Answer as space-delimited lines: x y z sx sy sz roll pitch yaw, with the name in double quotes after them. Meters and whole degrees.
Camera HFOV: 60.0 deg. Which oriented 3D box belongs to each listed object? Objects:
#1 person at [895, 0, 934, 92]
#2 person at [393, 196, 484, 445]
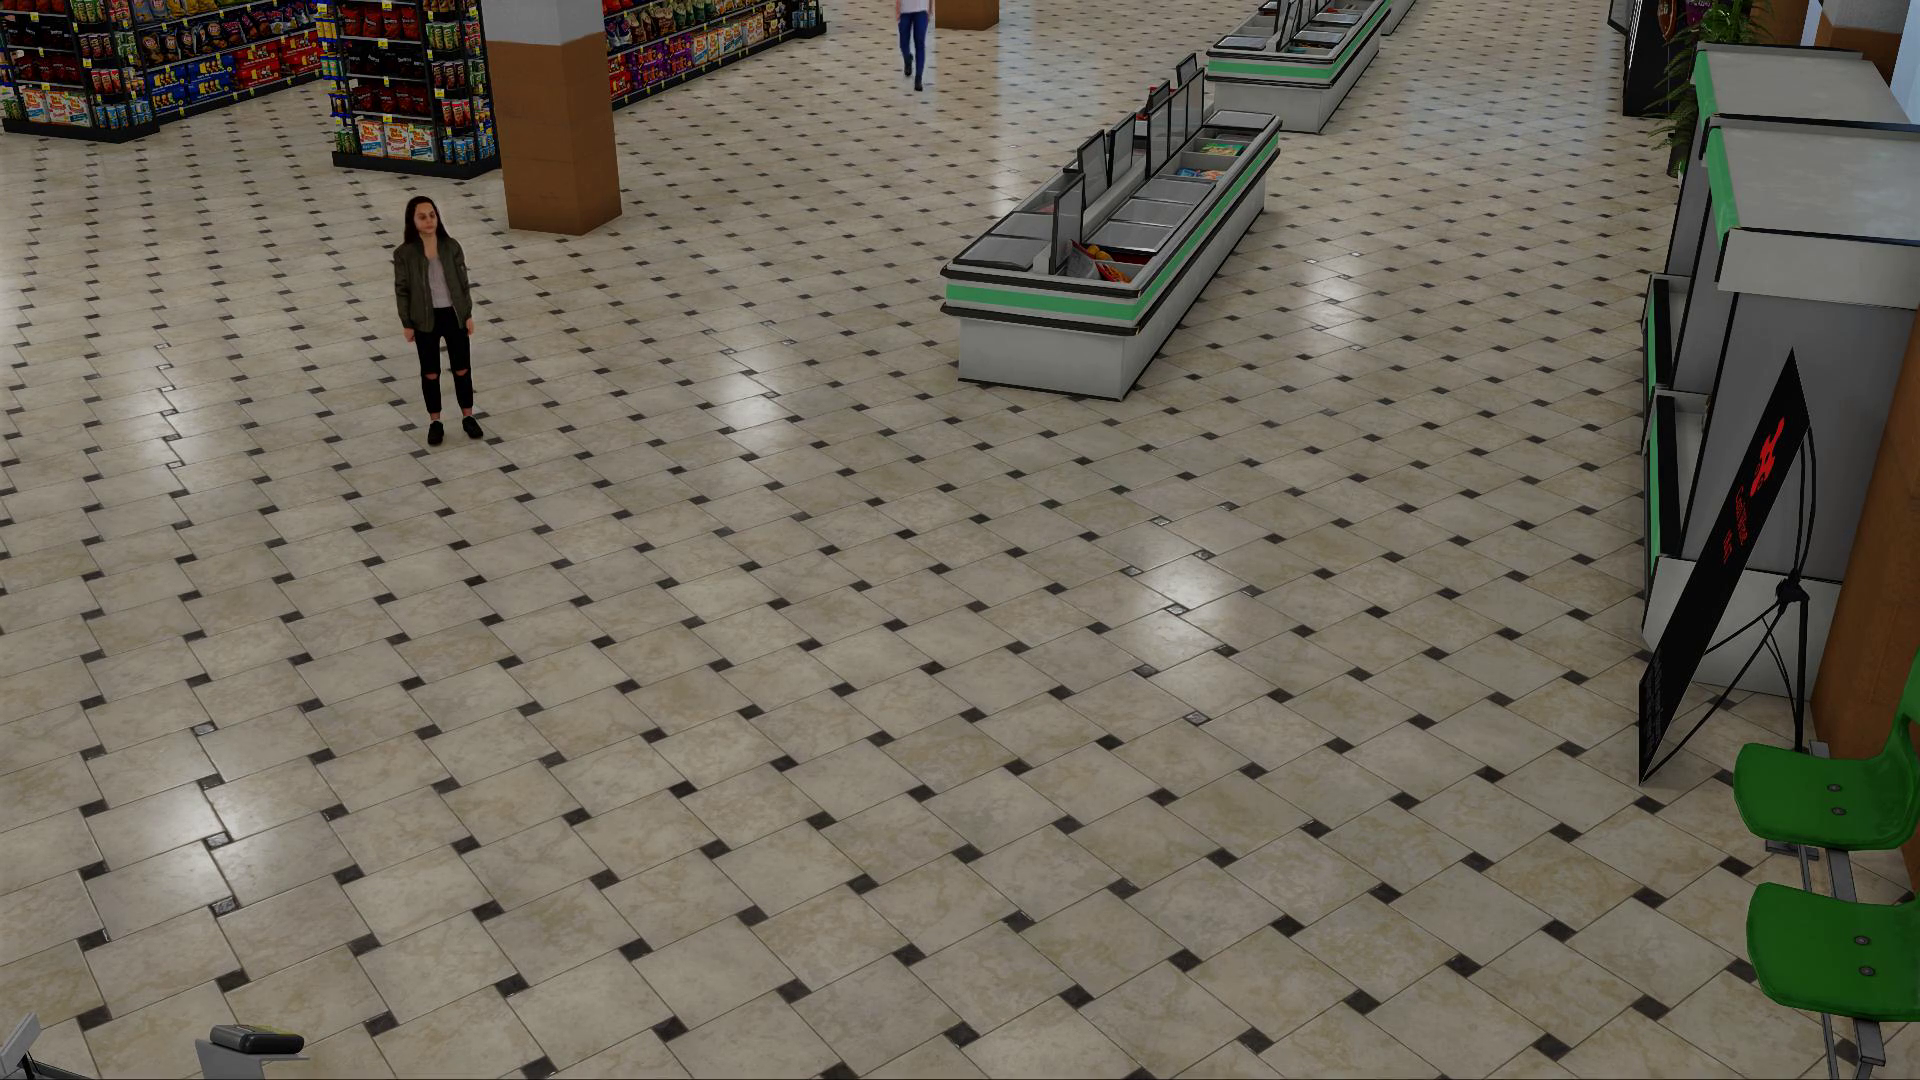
-0.534 -5.943 18.787 0.852 1.663 1.140 -1 27 -1 "person"
-3.087 -1.305 9.846 0.649 1.476 0.707 -12 29 -22 "person"
